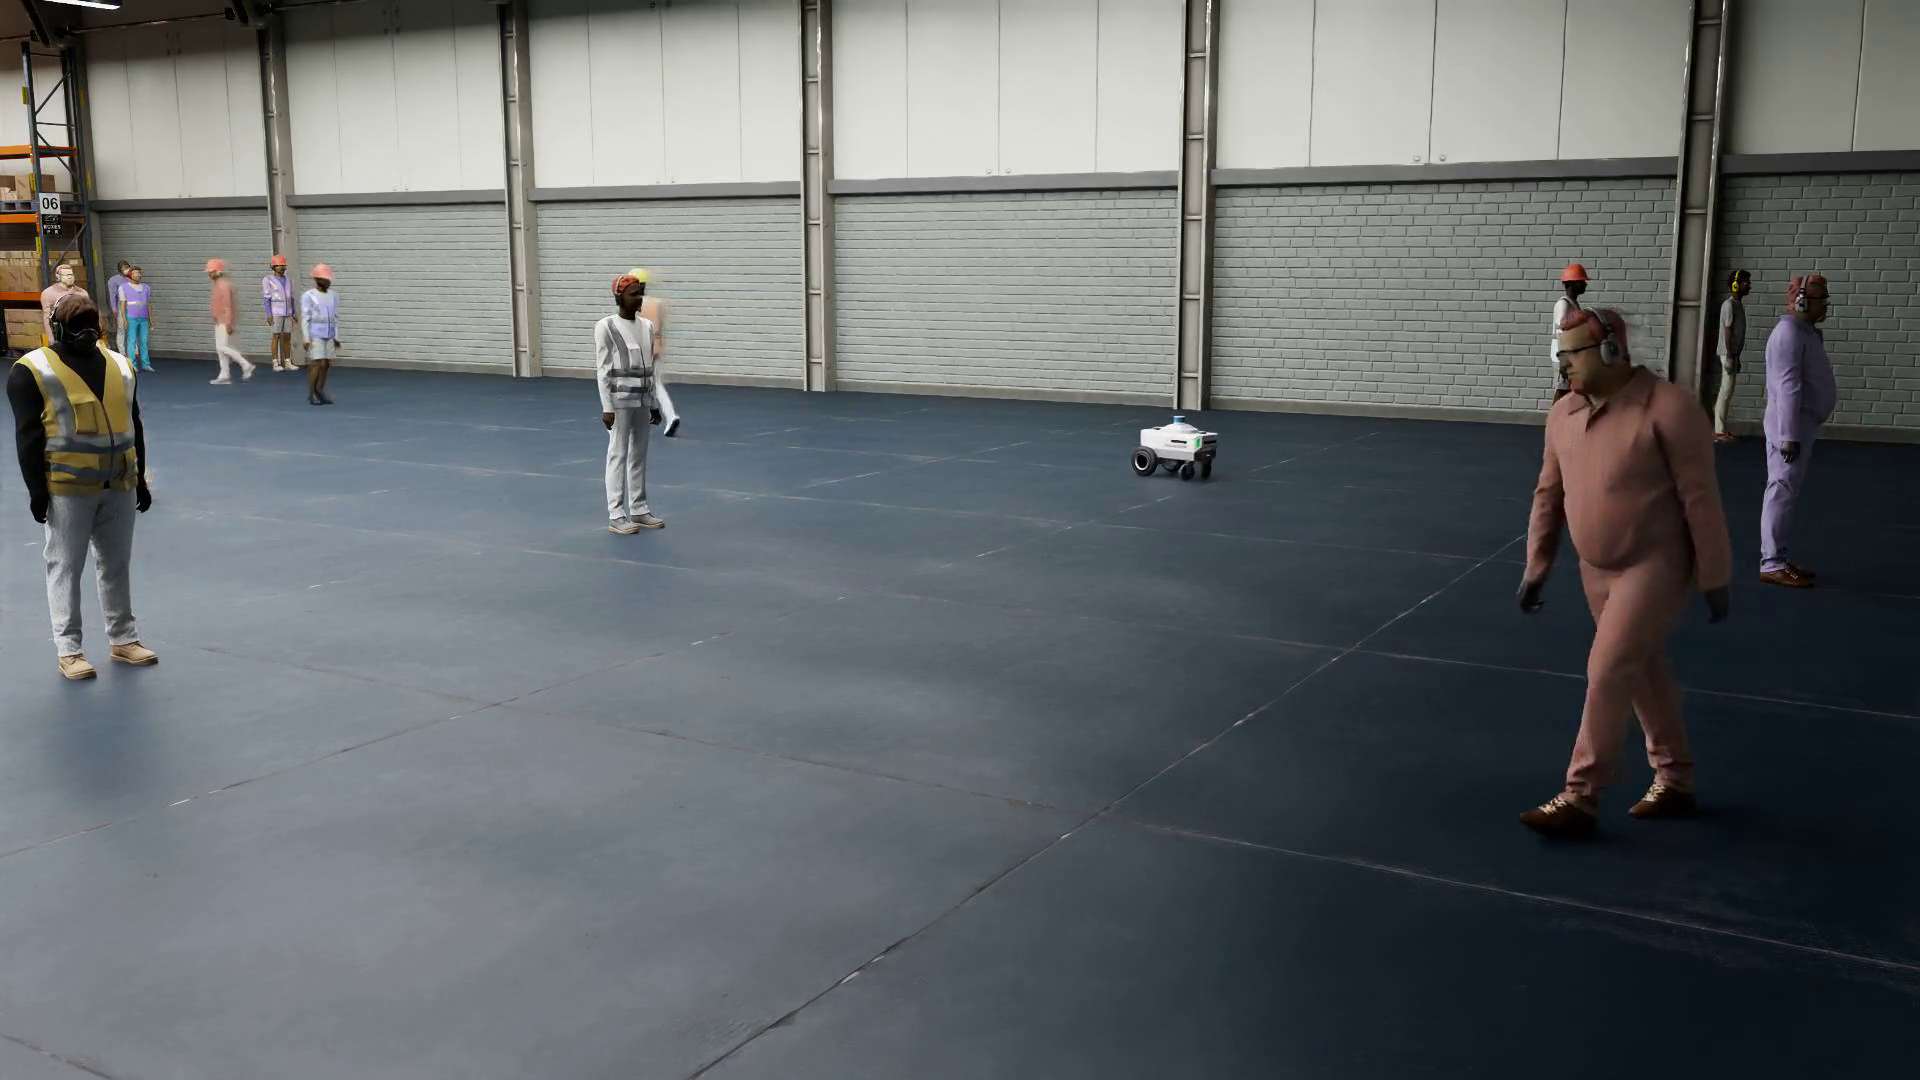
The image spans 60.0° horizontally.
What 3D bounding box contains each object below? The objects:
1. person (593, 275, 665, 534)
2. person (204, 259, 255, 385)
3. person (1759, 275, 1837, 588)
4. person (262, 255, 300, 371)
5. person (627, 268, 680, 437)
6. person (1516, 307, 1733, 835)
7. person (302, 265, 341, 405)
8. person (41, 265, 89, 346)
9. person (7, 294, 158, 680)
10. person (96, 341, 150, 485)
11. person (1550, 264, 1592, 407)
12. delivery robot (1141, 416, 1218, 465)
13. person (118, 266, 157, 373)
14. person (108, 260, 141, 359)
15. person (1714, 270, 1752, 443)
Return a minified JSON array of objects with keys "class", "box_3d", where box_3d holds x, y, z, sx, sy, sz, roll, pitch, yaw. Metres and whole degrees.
[{"class":"person","box_3d":[-2.424,-0.996,12.228,0.356,1.884,0.574,6,11,30]},{"class":"person","box_3d":[-11.576,-3.438,26.242,0.564,1.977,0.626,-7,12,-35]},{"class":"person","box_3d":[5.175,-0.674,10.280,0.407,1.908,0.641,6,11,30]},{"class":"person","box_3d":[-11.942,-3.990,29.296,0.379,2.044,0.607,6,11,30]},{"class":"person","box_3d":[-3.516,-2.104,18.706,0.587,1.897,0.863,-9,13,-43]},{"class":"person","box_3d":[2.298,0.114,5.862,0.919,1.839,0.659,-3,10,-19]},{"class":"person","box_3d":[-8.676,-2.777,22.628,0.544,1.904,0.550,5,11,27]},{"class":"person","box_3d":[-11.830,-2.697,22.138,0.401,1.906,0.652,6,11,30]},{"class":"person","box_3d":[-4.222,-0.264,8.071,0.429,1.844,0.625,6,11,30]},{"class":"person","box_3d":[-7.134,-1.112,13.719,0.769,1.602,0.507,-1,10,-8]},{"class":"person","box_3d":[6.347,-1.895,17.325,0.354,1.942,0.545,6,11,30]},{"class":"delivery robot","box_3d":[2.009,-0.896,15.253,0.707,0.478,0.477,9,13,44]},{"class":"person","box_3d":[-14.308,-3.829,28.913,0.390,1.850,0.565,6,11,30]},{"class":"person","box_3d":[-16.244,-4.474,32.434,0.372,1.940,0.630,6,11,30]},{"class":"person","box_3d":[8.431,-1.996,18.126,0.328,1.872,0.514,6,11,30]}]
